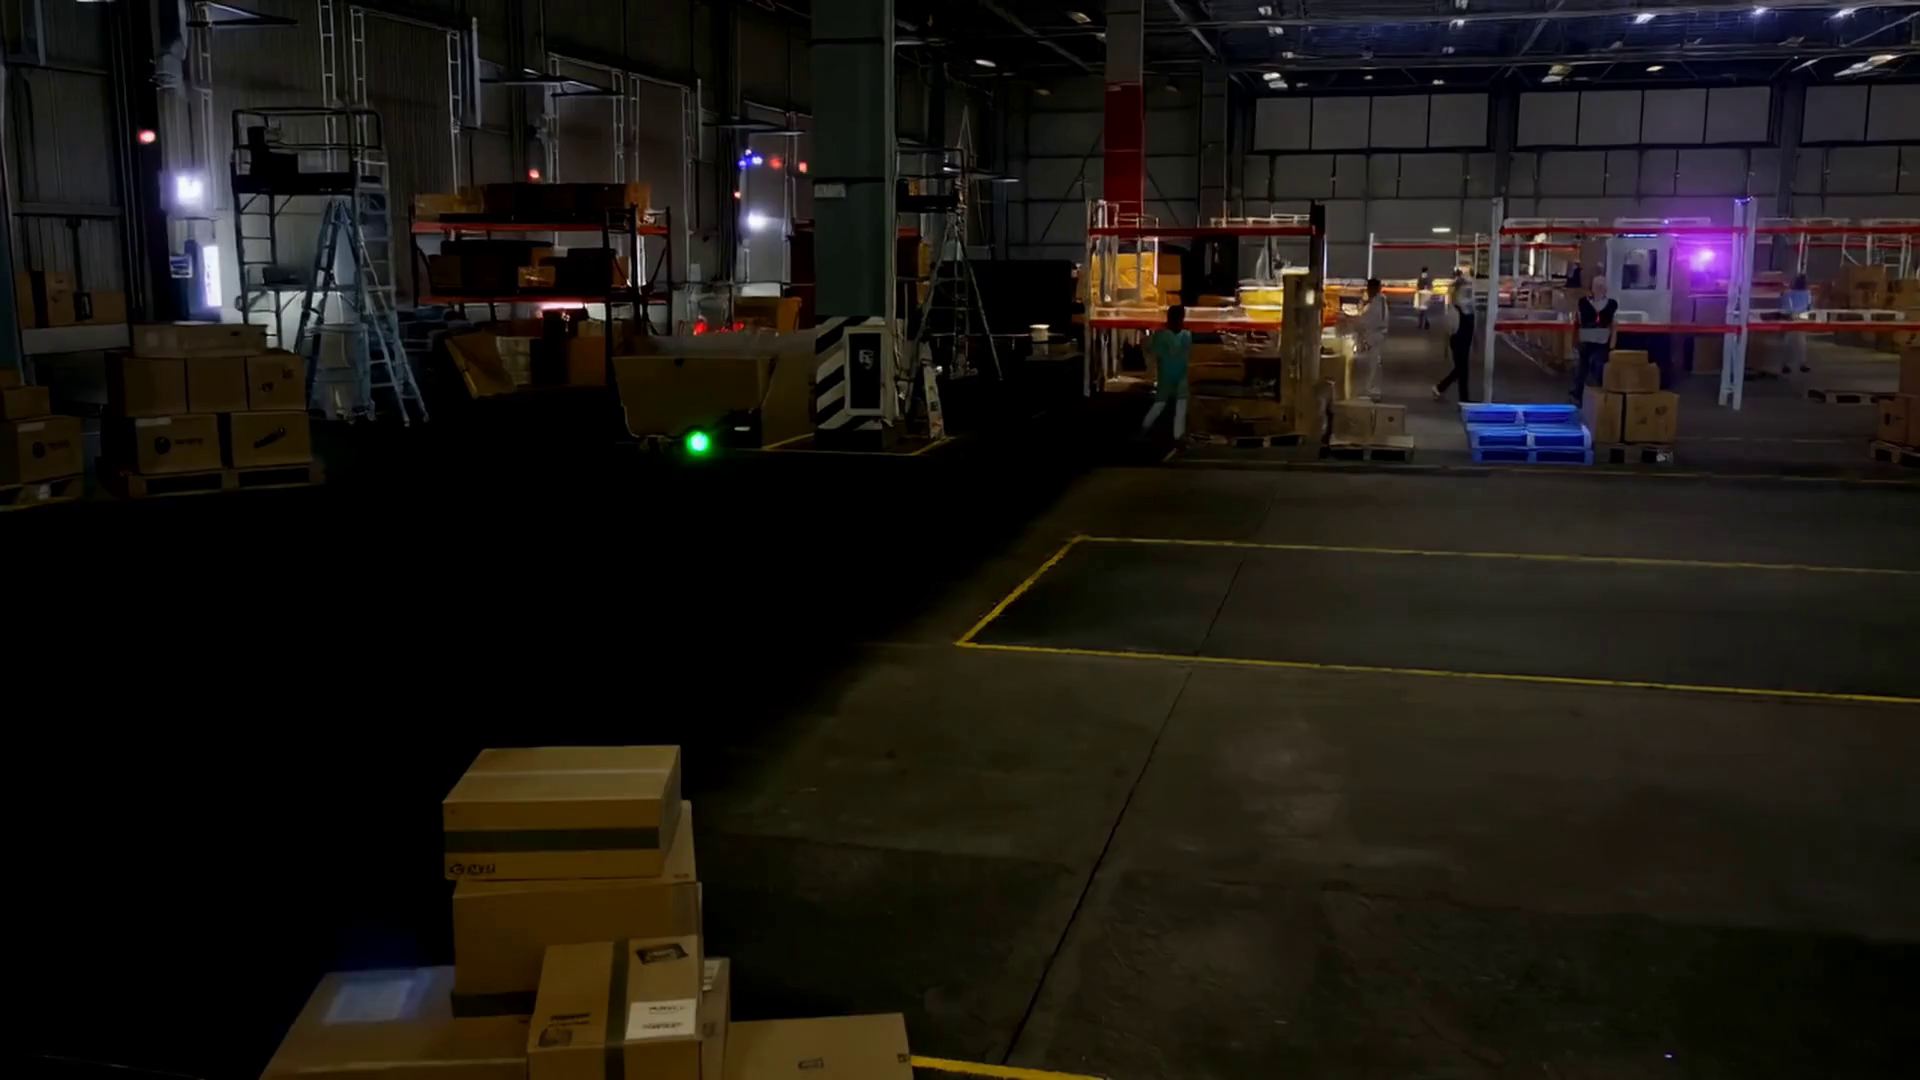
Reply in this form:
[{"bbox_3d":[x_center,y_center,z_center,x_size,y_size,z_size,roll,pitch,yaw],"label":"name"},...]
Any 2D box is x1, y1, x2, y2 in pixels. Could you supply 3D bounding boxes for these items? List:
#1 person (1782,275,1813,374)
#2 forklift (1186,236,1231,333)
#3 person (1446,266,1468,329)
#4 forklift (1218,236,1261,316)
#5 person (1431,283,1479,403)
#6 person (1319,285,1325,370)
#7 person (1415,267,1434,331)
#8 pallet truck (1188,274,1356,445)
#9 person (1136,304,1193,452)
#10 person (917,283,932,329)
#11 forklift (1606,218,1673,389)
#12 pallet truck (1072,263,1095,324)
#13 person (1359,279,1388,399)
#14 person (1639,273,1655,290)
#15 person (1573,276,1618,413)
[{"bbox_3d":[15.725,-4.035,31.201,0.584,1.845,0.908,1,10,5],"label":"person"},{"bbox_3d":[6.655,-7.180,46.680,1.873,2.768,1.129,2,10,14],"label":"forklift"},{"bbox_3d":[15.081,-7.339,50.415,0.530,1.919,0.665,-1,10,-3],"label":"person"},{"bbox_3d":[8.181,-7.859,50.677,1.873,2.768,1.129,-2,10,-12],"label":"forklift"},{"bbox_3d":[7.266,-2.848,24.319,0.520,1.819,0.817,-7,12,-36],"label":"person"},{"bbox_3d":[6.868,-4.127,32.062,0.484,1.739,0.320,-9,13,-42],"label":"person"},{"bbox_3d":[13.959,-7.244,49.958,0.551,1.908,0.911,9,13,42],"label":"person"},{"bbox_3d":[3.653,-2.138,19.590,1.885,1.965,0.823,-4,10,-20],"label":"pallet truck"},{"bbox_3d":[2.355,-1.855,18.865,0.528,1.667,0.712,-4,10,-23],"label":"person"},{"bbox_3d":[-1.026,-7.367,50.585,0.544,1.930,0.389,-4,11,-24],"label":"person"},{"bbox_3d":[11.304,-3.967,27.763,1.129,2.768,1.873,4,10,21],"label":"forklift"},{"bbox_3d":[4.325,-8.180,55.162,0.823,1.965,1.885,6,11,31],"label":"pallet truck"},{"bbox_3d":[6.373,-3.092,25.679,0.430,1.840,0.620,4,11,24],"label":"person"},{"bbox_3d":[11.775,-3.651,28.779,0.883,1.912,0.638,-3,10,-17],"label":"person"},{"bbox_3d":[8.906,-2.735,23.355,0.587,1.913,0.391,1,10,7],"label":"person"}]
